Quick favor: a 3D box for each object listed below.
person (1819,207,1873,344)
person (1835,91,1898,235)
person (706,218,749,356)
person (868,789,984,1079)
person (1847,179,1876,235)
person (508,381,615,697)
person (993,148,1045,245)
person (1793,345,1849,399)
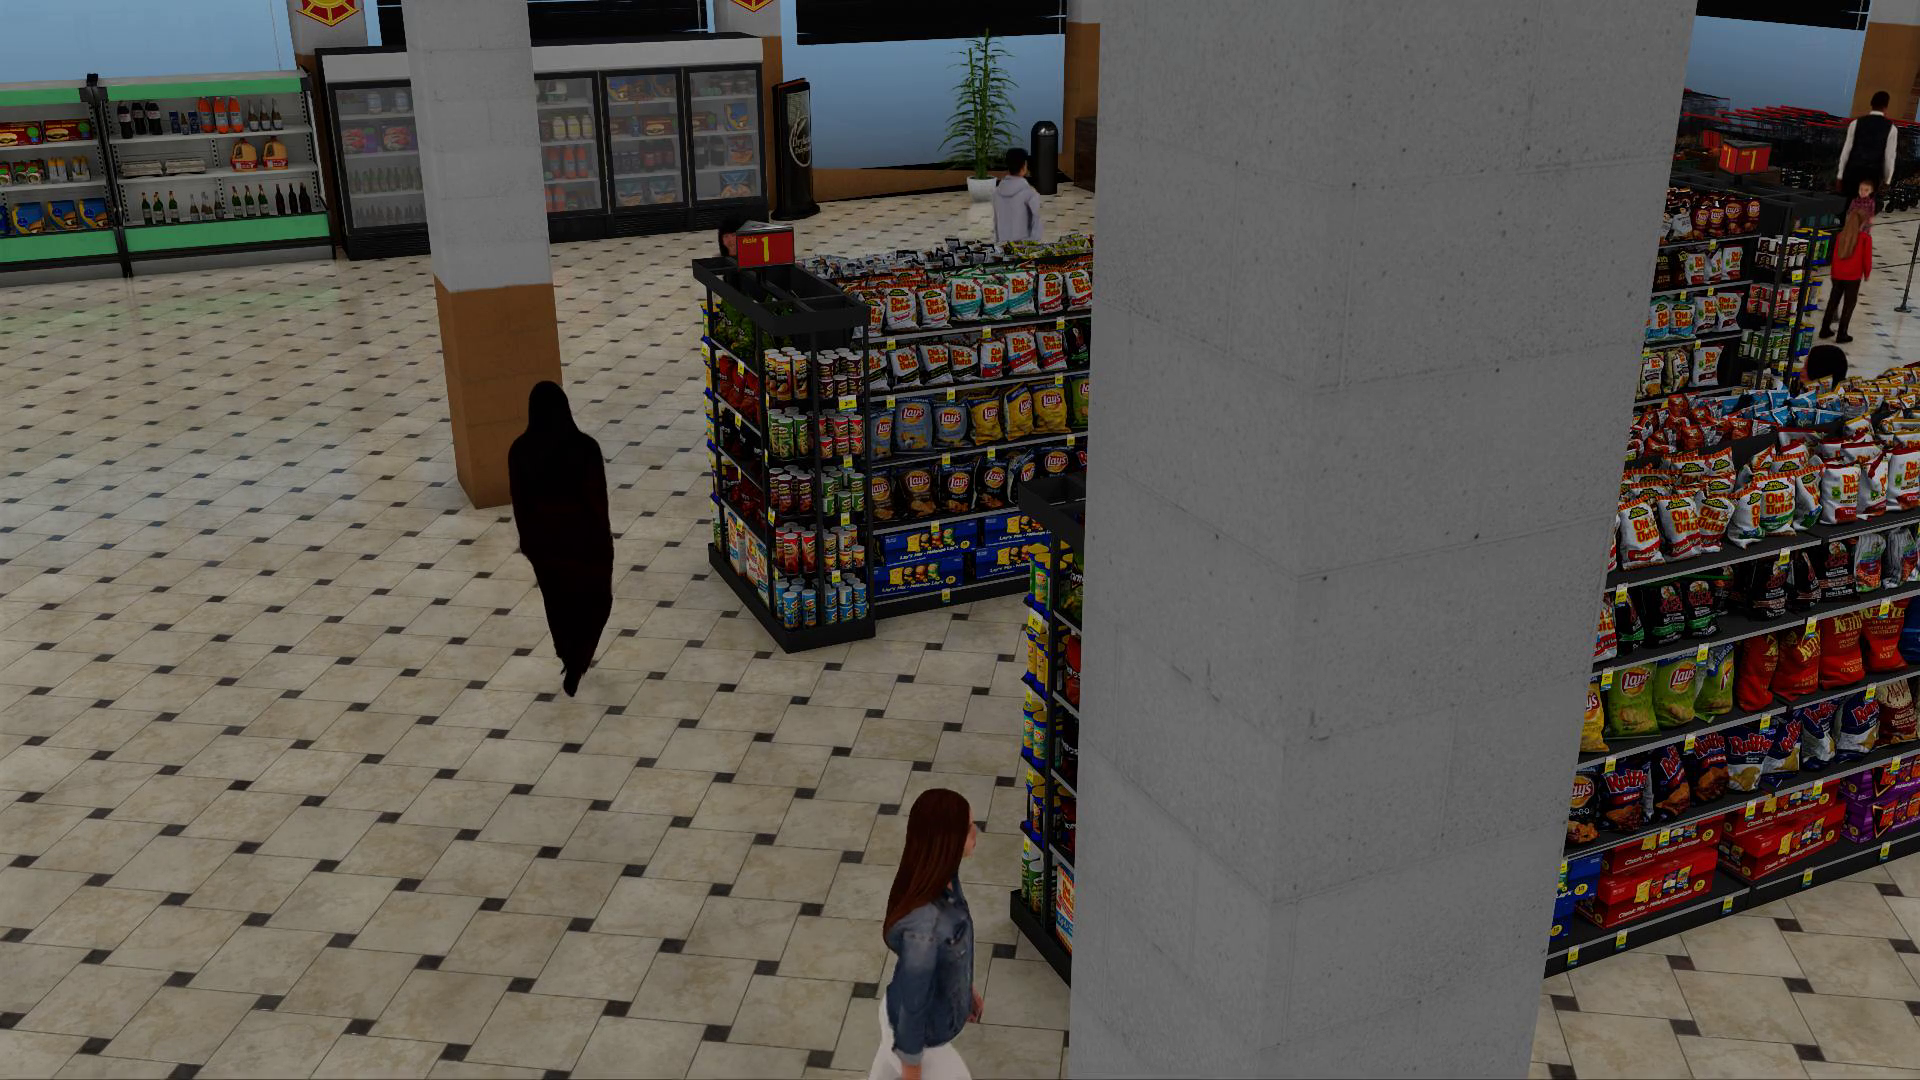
[{"bbox_3d":[8.405,-2.503,15.738,0.581,1.279,0.537,-14,26,-31],"label":"person"},{"bbox_3d":[10.207,-4.093,18.855,0.927,1.905,1.035,17,27,36],"label":"person"},{"bbox_3d":[-1.817,-1.826,13.590,0.672,1.624,0.776,1,22,3],"label":"person"},{"bbox_3d":[-0.213,1.544,5.168,1.195,1.651,0.925,-1,22,-2],"label":"person"},{"bbox_3d":[10.133,-3.550,18.711,0.637,1.004,0.823,17,28,36],"label":"person"},{"bbox_3d":[-2.091,0.037,8.804,1.009,1.735,0.971,0,22,0],"label":"person"},{"bbox_3d":[0.470,-2.537,14.972,0.896,1.913,0.973,15,27,33],"label":"person"},{"bbox_3d":[5.142,-0.404,10.069,0.716,1.611,0.717,-4,22,-9],"label":"person"}]
